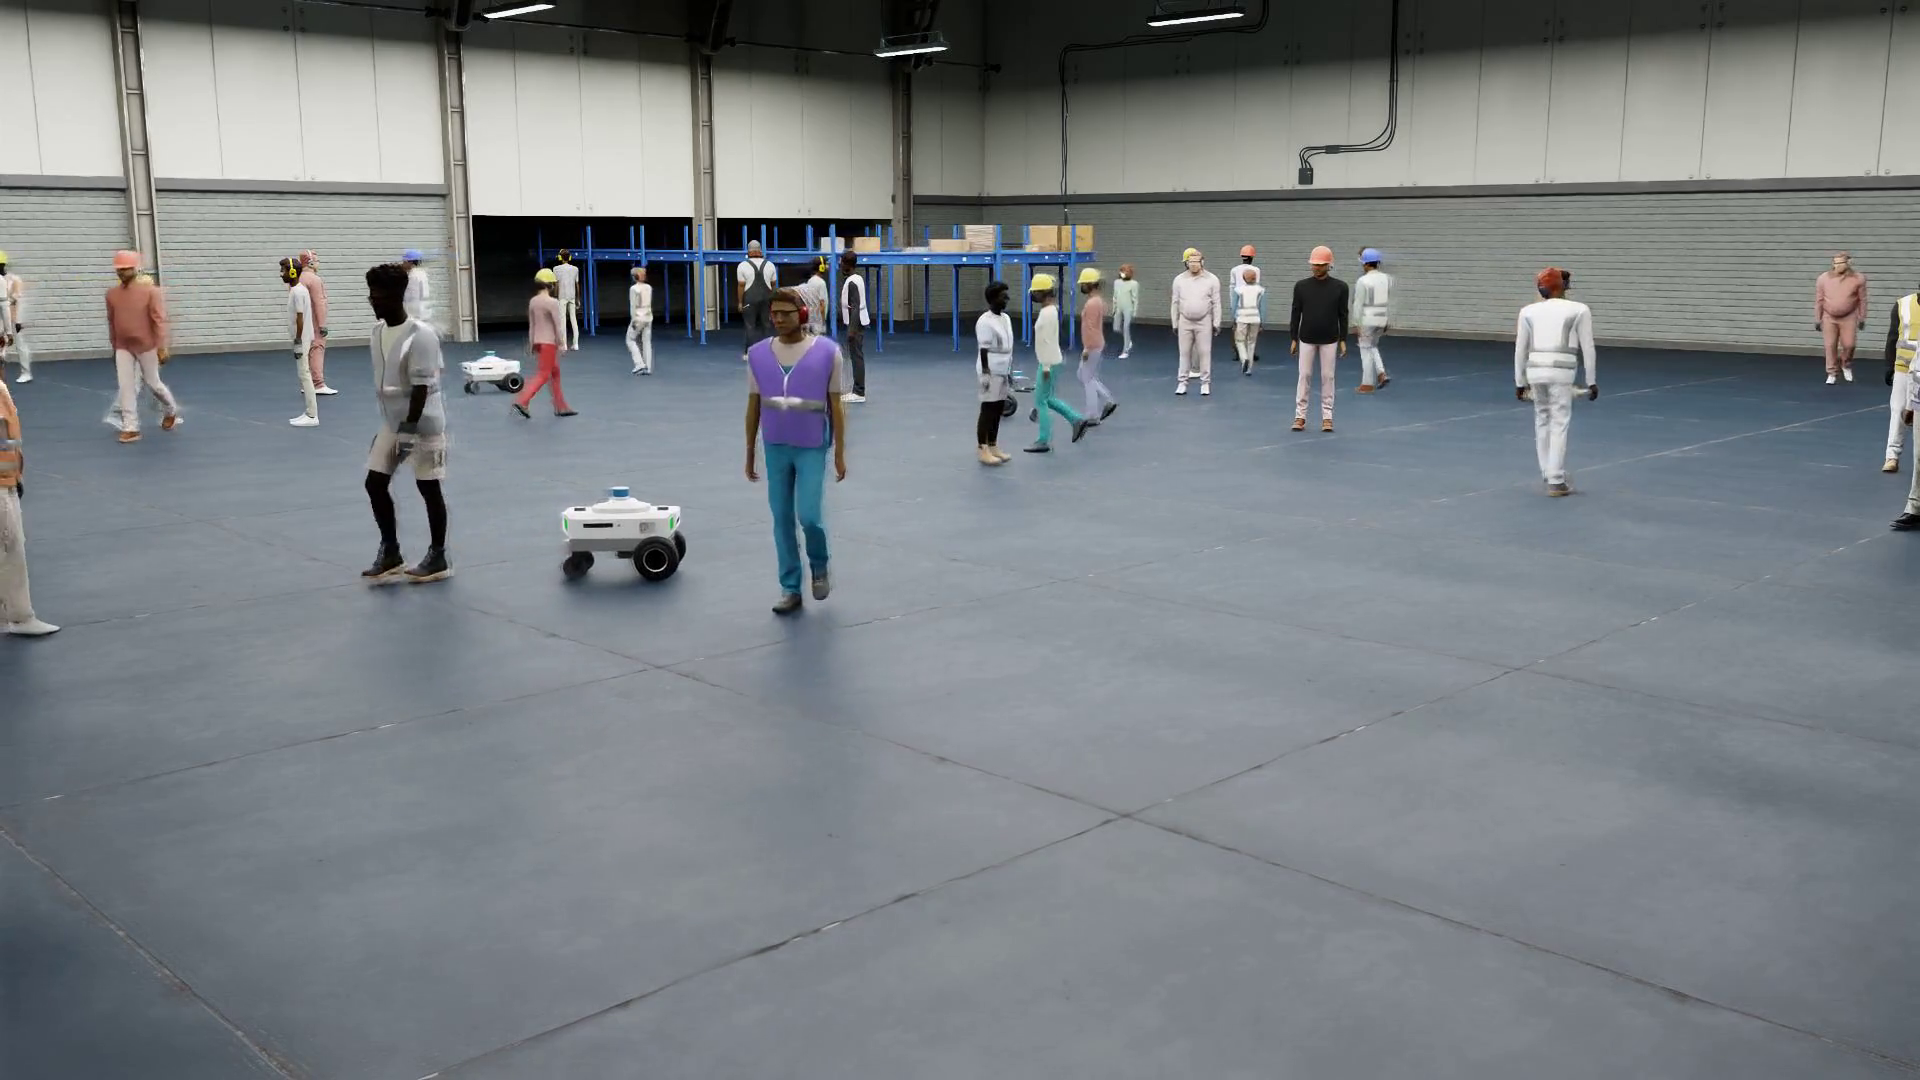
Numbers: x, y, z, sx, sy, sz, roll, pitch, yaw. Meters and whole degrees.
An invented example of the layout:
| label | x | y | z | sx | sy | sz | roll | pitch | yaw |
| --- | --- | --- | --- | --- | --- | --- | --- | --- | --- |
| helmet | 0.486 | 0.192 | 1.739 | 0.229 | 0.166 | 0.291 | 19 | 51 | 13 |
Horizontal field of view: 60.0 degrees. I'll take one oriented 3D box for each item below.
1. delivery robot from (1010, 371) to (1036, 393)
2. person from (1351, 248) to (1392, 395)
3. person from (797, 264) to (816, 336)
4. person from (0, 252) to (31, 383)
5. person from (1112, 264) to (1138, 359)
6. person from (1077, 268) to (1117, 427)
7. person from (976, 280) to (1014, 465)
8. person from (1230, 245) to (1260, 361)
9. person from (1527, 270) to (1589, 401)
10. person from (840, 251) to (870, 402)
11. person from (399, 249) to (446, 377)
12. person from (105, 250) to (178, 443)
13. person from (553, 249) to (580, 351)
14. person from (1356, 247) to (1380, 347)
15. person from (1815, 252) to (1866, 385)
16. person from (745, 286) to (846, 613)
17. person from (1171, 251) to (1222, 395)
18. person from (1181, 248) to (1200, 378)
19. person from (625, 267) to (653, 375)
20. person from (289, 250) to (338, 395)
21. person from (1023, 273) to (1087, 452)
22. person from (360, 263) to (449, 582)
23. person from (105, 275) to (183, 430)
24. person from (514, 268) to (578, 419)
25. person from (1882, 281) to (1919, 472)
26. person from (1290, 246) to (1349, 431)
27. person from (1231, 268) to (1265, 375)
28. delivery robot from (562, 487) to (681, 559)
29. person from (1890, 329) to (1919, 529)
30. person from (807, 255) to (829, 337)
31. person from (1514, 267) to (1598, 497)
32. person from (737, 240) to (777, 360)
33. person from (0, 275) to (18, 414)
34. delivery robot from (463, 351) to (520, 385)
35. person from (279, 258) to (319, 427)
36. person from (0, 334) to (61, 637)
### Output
| label | x | y | z | sx | sy | sz | roll | pitch | yaw |
| --- | --- | --- | --- | --- | --- | --- | --- | --- | --- |
| delivery robot | 0.666 | -1.842 | 19.278 | 0.698 | 0.223 | 0.335 | 5 | 12 | 25 |
| person | 5.481 | -2.921 | 22.244 | 0.629 | 1.931 | 0.434 | -7 | 12 | -33 |
| person | -2.246 | -3.268 | 24.817 | 0.376 | 1.678 | 0.549 | 6 | 12 | 28 |
| person | -13.584 | -3.141 | 23.598 | 0.616 | 1.870 | 0.990 | 1 | 10 | 6 |
| person | 2.865 | -3.955 | 28.726 | 0.522 | 1.620 | 0.411 | 10 | 14 | 42 |
| person | 1.468 | -2.135 | 18.464 | 0.404 | 1.757 | 0.526 | 1 | 10 | 8 |
| person | 0.327 | -1.562 | 15.483 | 0.317 | 1.696 | 0.540 | 5 | 12 | 26 |
| person | 4.843 | -4.016 | 28.203 | 0.546 | 1.939 | 0.375 | 8 | 13 | 36 |
| person | 7.665 | -2.589 | 21.165 | 0.824 | 1.653 | 0.555 | 2 | 11 | 12 |
| person | -1.350 | -2.729 | 21.254 | 0.397 | 1.915 | 0.587 | 0 | 10 | -2 |
| person | -8.158 | -3.364 | 24.741 | 1.000 | 1.895 | 0.643 | 0 | 10 | 2 |
| person | -8.536 | -2.035 | 17.339 | 0.621 | 1.969 | 0.849 | 0 | 10 | 3 |
| person | -7.276 | -4.439 | 30.743 | 0.514 | 1.860 | 0.312 | -8 | 13 | -37 |
| person | 7.794 | -4.620 | 31.636 | 0.349 | 1.907 | 0.793 | 8 | 13 | 37 |
| person | 12.492 | -3.145 | 23.650 | 0.654 | 1.877 | 0.488 | 6 | 12 | 30 |
| person | -0.931 | -0.504 | 9.355 | 0.588 | 1.824 | 0.445 | 3 | 11 | 16 |
| person | 3.138 | -2.880 | 22.134 | 0.683 | 1.901 | 0.398 | 3 | 11 | 15 |
| person | 3.470 | -3.374 | 24.769 | 0.389 | 1.916 | 0.585 | 4 | 11 | 19 |
| person | -4.875 | -3.330 | 25.313 | 0.408 | 1.621 | 0.531 | 6 | 12 | 28 |
| person | -8.625 | -2.895 | 22.180 | 0.654 | 1.906 | 0.407 | 8 | 13 | 38 |
| person | 0.924 | -1.737 | 16.317 | 0.548 | 1.749 | 0.549 | 1 | 10 | 3 |
| person | -3.393 | -0.687 | 10.035 | 0.597 | 1.938 | 0.652 | 7 | 12 | 33 |
| person | -9.050 | -2.071 | 18.289 | 0.476 | 1.689 | 0.930 | 7 | 12 | 32 |
| person | -4.849 | -2.285 | 19.328 | 0.849 | 1.738 | 0.527 | -10 | 14 | -44 |
| person | 8.595 | -1.514 | 14.841 | 0.625 | 1.841 | 0.429 | 5 | 12 | 27 |
| person | 3.899 | -2.186 | 18.077 | 0.617 | 1.990 | 0.393 | 3 | 11 | 16 |
| person | 4.357 | -3.291 | 25.121 | 0.523 | 1.625 | 0.552 | 0 | 10 | -2 |
| delivery robot | -2.124 | -0.092 | 10.443 | 0.707 | 0.478 | 0.477 | -1 | 10 | -3 |
| person | 6.995 | -0.960 | 11.829 | 0.404 | 1.833 | 0.590 | -5 | 12 | -26 |
| person | -2.022 | -2.995 | 22.926 | 0.714 | 1.849 | 0.515 | -5 | 12 | -27 |
| person | 4.931 | -1.316 | 13.754 | 0.657 | 1.847 | 0.599 | 8 | 13 | 39 |
| person | -3.480 | -4.063 | 28.297 | 0.688 | 2.000 | 0.536 | -5 | 11 | -24 |
| person | -11.456 | -2.478 | 19.532 | 0.614 | 2.041 | 0.389 | -2 | 11 | -11 |
| delivery robot | -6.360 | -2.317 | 22.577 | 0.707 | 0.478 | 0.477 | -6 | 12 | -30 |
| person | -7.392 | -2.211 | 18.592 | 0.327 | 1.861 | 0.497 | -4 | 11 | -20 |
| person | -5.151 | -0.288 | 8.732 | 0.617 | 1.618 | 0.518 | -2 | 11 | -13 |
